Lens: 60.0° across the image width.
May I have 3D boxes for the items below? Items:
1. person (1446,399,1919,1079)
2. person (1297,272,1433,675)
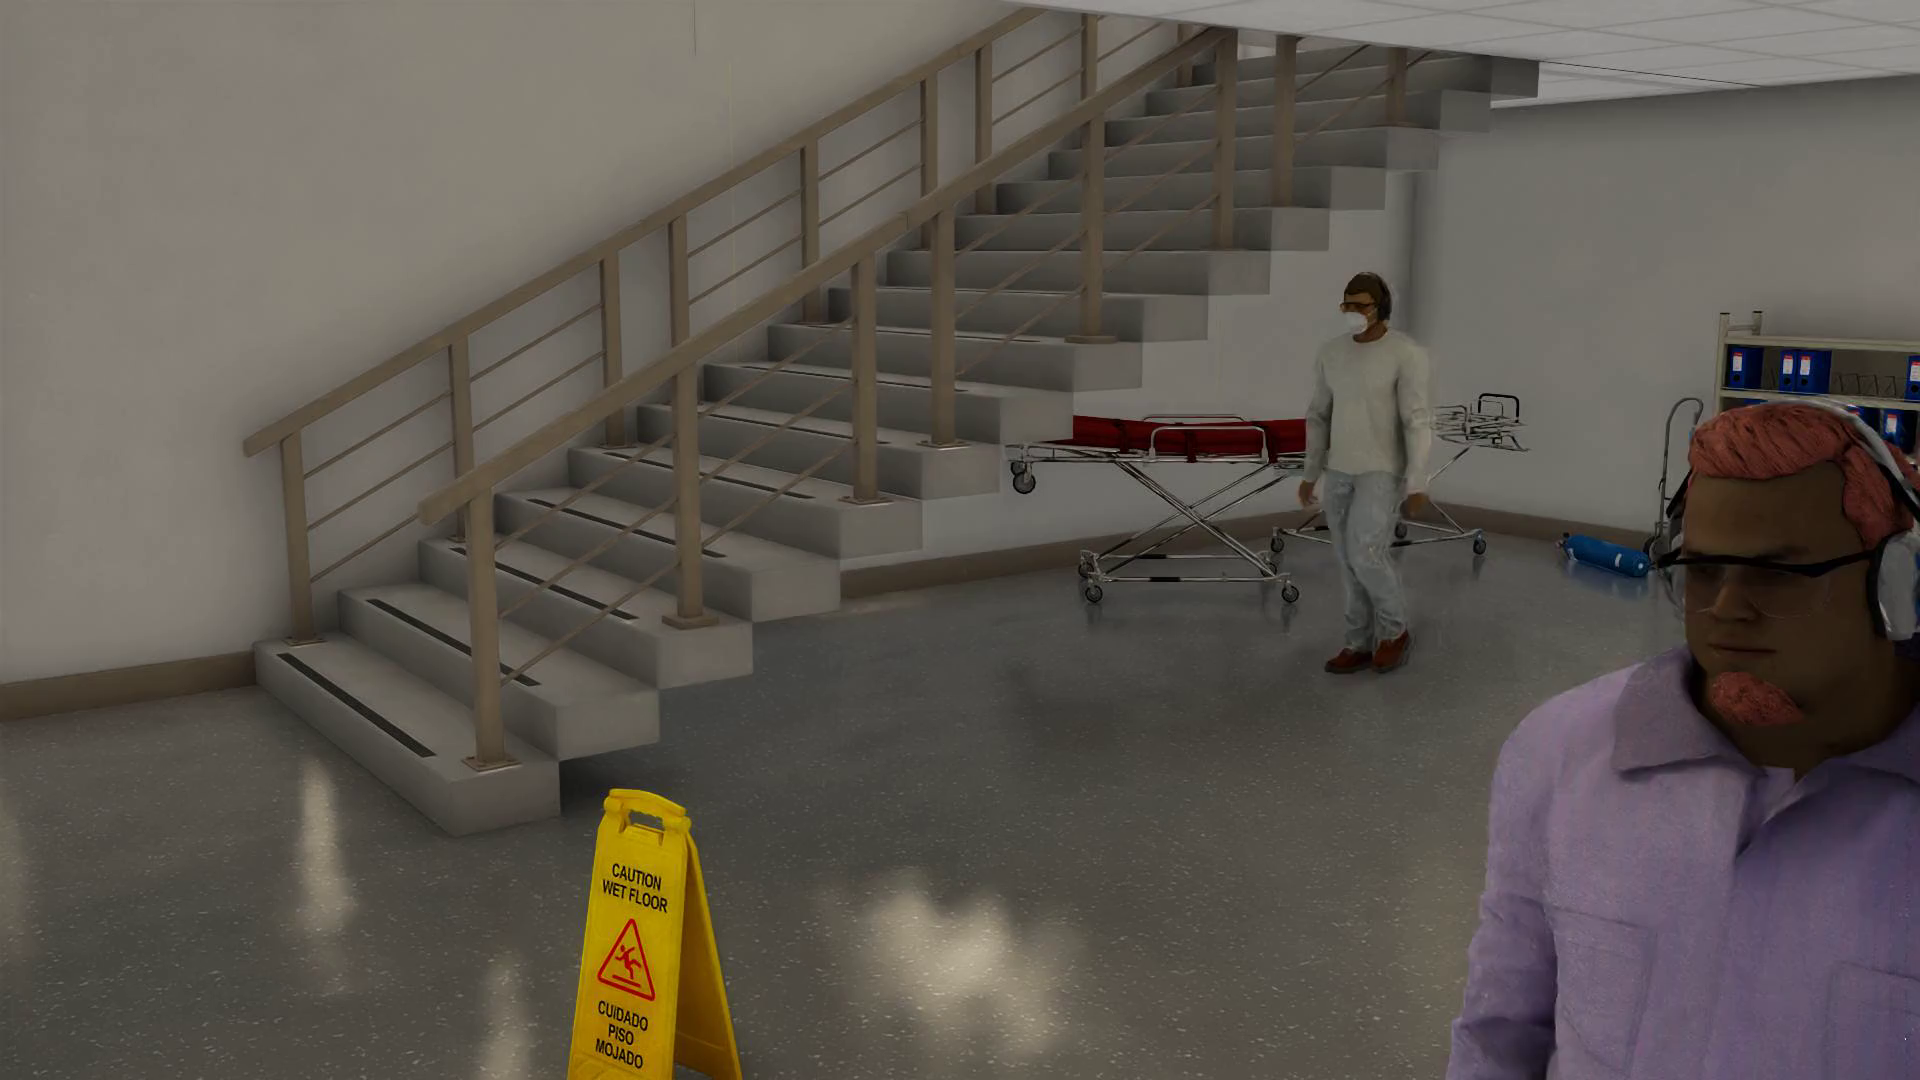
[{"bbox_3d":[0.775,0.804,1.655,0.668,1.884,0.445,9,13,41],"label":"person"},{"bbox_3d":[1.897,-0.297,7.877,0.430,1.923,0.641,-7,12,-34],"label":"person"}]
